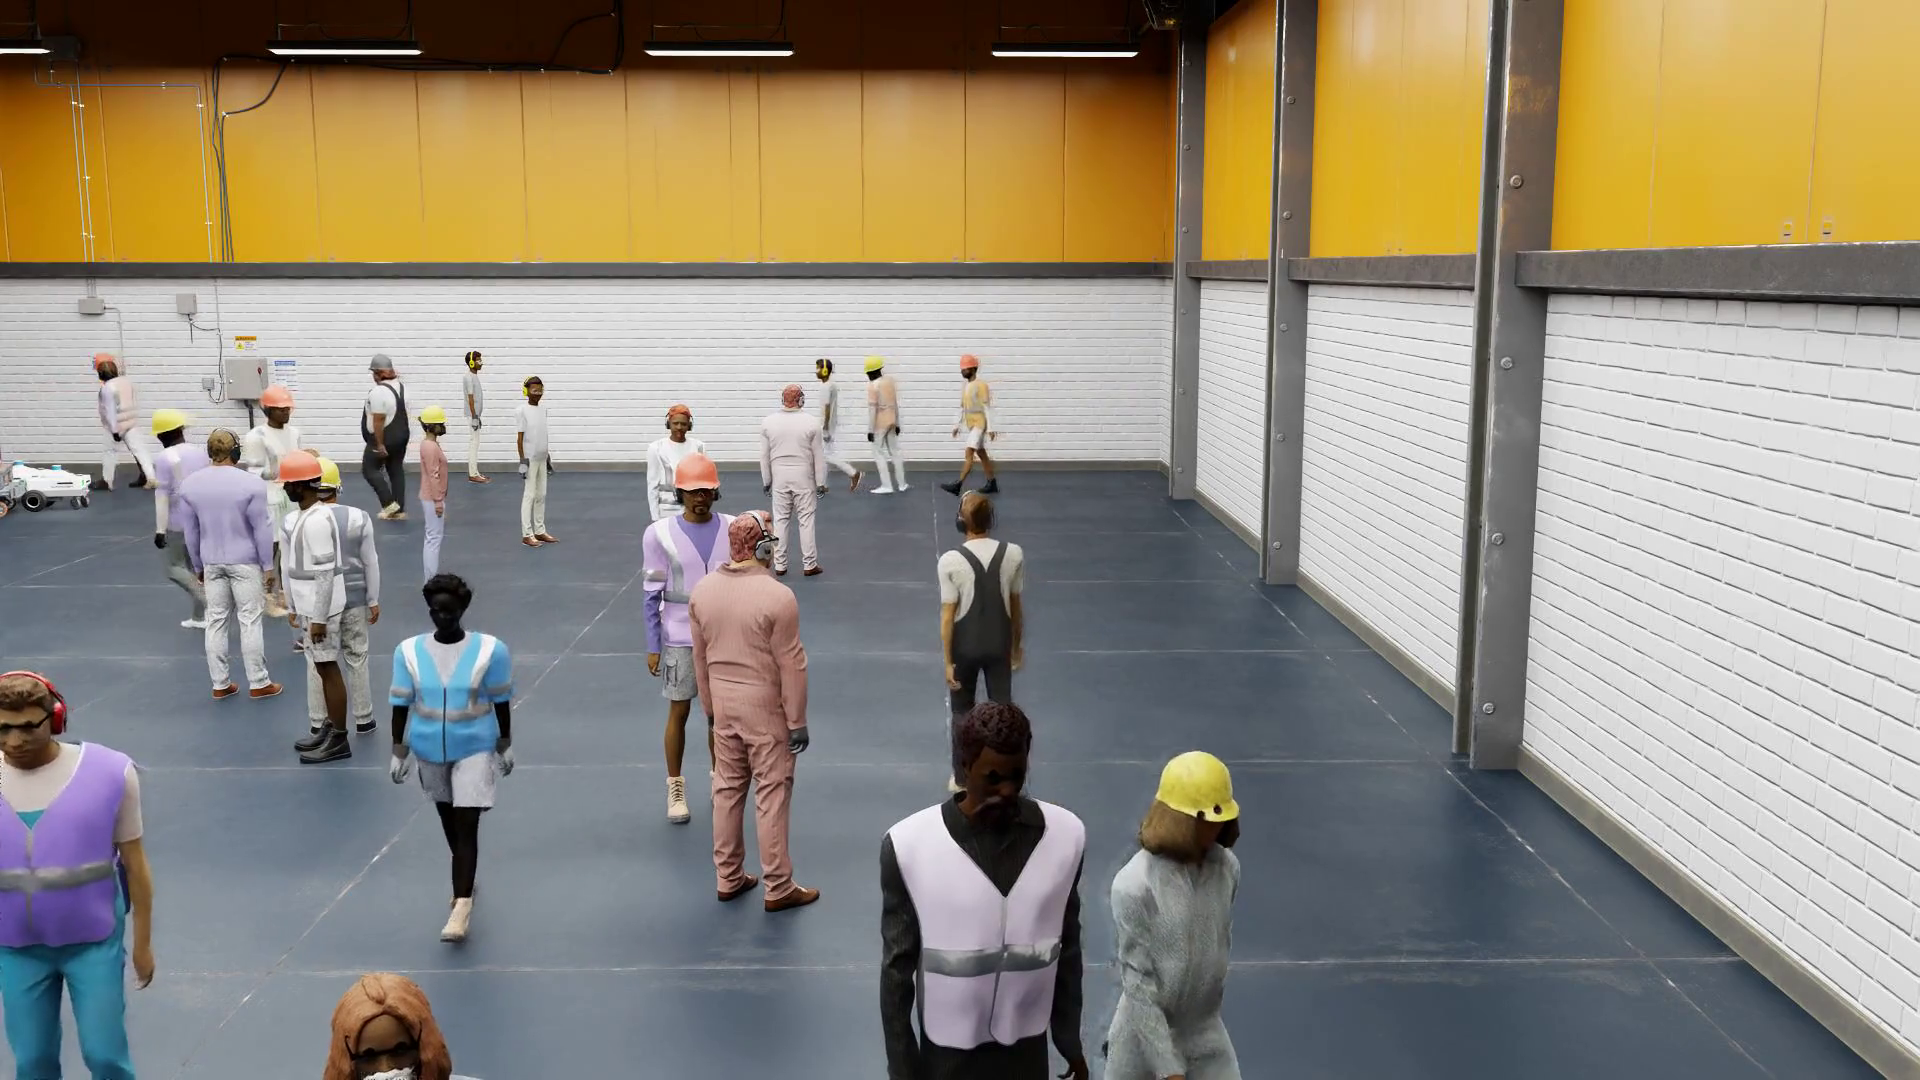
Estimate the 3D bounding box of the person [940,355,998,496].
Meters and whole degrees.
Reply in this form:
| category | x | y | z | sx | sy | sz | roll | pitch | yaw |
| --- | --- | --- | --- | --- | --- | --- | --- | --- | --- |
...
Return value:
| category | x | y | z | sx | sy | sz | roll | pitch | yaw |
| --- | --- | --- | --- | --- | --- | --- | --- | --- | --- |
| person | 0.130 | -1.526 | 22.245 | 0.981 | 1.883 | 0.598 | -5 | 10 | -27 |

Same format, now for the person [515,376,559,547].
| category | x | y | z | sx | sy | sz | roll | pitch | yaw |
| --- | --- | --- | --- | --- | --- | --- | --- | --- | --- |
| person | -4.655 | -0.869 | 18.283 | 0.315 | 1.867 | 0.532 | 4 | 10 | 23 |

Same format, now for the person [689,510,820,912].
| category | x | y | z | sx | sy | sz | roll | pitch | yaw |
| --- | --- | --- | --- | --- | --- | --- | --- | --- | --- |
| person | -0.964 | 0.806 | 7.896 | 0.640 | 1.909 | 0.409 | 6 | 11 | 33 |

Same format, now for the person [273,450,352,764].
| category | x | y | z | sx | sy | sz | roll | pitch | yaw |
| --- | --- | --- | --- | --- | --- | --- | --- | --- | --- |
| person | -3.980 | 0.409 | 10.246 | 0.376 | 1.934 | 0.546 | -4 | 10 | -22 |

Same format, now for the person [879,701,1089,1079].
| category | x | y | z | sx | sy | sz | roll | pitch | yaw |
| --- | --- | --- | --- | --- | --- | --- | --- | --- | --- |
| person | 0.067 | 1.356 | 4.504 | 0.589 | 1.914 | 0.392 | -4 | 10 | -21 |

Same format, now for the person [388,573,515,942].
| category | x | y | z | sx | sy | sz | roll | pitch | yaw |
| --- | --- | --- | --- | --- | --- | --- | --- | --- | --- |
| person | -2.349 | 0.969 | 7.661 | 0.546 | 1.646 | 0.862 | 0 | 9 | -2 |

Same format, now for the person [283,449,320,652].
| category | x | y | z | sx | sy | sz | roll | pitch | yaw |
| --- | --- | --- | --- | --- | --- | --- | --- | --- | --- |
| person | -5.157 | 0.091 | 13.131 | 0.524 | 1.624 | 0.294 | 7 | 12 | 37 |

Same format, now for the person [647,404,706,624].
| category | x | y | z | sx | sy | sz | roll | pitch | yaw |
| --- | --- | --- | --- | --- | --- | --- | --- | --- | --- |
| person | -2.416 | -0.228 | 14.301 | 0.573 | 1.884 | 0.359 | -8 | 12 | -40 |

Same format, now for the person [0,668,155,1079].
| category | x | y | z | sx | sy | sz | roll | pitch | yaw |
| --- | --- | --- | --- | --- | --- | --- | --- | --- | --- |
| person | -2.861 | 1.280 | 5.252 | 0.577 | 1.824 | 0.452 | -2 | 9 | -11 |

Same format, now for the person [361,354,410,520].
| category | x | y | z | sx | sy | sz | roll | pitch | yaw |
| --- | --- | --- | --- | --- | --- | --- | --- | --- | --- |
| person | -6.925 | -1.239 | 20.022 | 0.537 | 2.000 | 0.690 | 3 | 10 | 18 |

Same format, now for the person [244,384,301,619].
| category | x | y | z | sx | sy | sz | roll | pitch | yaw |
| --- | --- | --- | --- | --- | --- | --- | --- | --- | --- |
| person | -5.908 | -0.339 | 14.503 | 0.395 | 2.038 | 0.614 | 3 | 10 | 18 |

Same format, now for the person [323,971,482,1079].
| category | x | y | z | sx | sy | sz | roll | pitch | yaw |
| --- | --- | --- | --- | --- | --- | --- | --- | --- | --- |
| person | -1.159 | 1.667 | 3.448 | 0.503 | 1.632 | 0.274 | -5 | 10 | -28 |

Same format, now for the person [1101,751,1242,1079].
| category | x | y | z | sx | sy | sz | roll | pitch | yaw |
| --- | --- | --- | --- | --- | --- | --- | --- | --- | --- |
| person | 0.628 | 1.418 | 4.791 | 0.474 | 1.689 | 0.881 | -5 | 11 | -30 |

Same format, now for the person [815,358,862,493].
| category | x | y | z | sx | sy | sz | roll | pitch | yaw |
| --- | --- | --- | --- | --- | --- | --- | --- | --- | --- |
| person | -1.725 | -1.521 | 22.354 | 0.723 | 1.850 | 0.522 | 0 | 9 | -3 |

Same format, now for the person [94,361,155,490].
| category | x | y | z | sx | sy | sz | roll | pitch | yaw |
| --- | --- | --- | --- | --- | --- | --- | --- | --- | --- |
| person | -11.450 | -1.556 | 22.742 | 0.953 | 1.799 | 0.669 | 2 | 9 | 12 |

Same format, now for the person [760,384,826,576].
| category | x | y | z | sx | sy | sz | roll | pitch | yaw |
| --- | --- | --- | --- | --- | --- | --- | --- | --- | --- |
| person | -1.637 | -0.592 | 16.462 | 0.652 | 1.906 | 0.404 | 1 | 9 | 9 |

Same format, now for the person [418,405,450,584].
| category | x | y | z | sx | sy | sz | roll | pitch | yaw |
| --- | --- | --- | --- | --- | --- | --- | --- | --- | --- |
| person | -4.897 | -0.375 | 15.567 | 0.311 | 1.768 | 0.533 | -4 | 10 | -22 |

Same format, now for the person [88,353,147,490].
| category | x | y | z | sx | sy | sz | roll | pitch | yaw |
| --- | --- | --- | --- | --- | --- | --- | --- | --- | --- |
| person | -11.648 | -1.633 | 22.890 | 0.849 | 1.887 | 0.630 | -1 | 9 | -8 |

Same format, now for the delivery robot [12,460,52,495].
| category | x | y | z | sx | sy | sz | roll | pitch | yaw |
| --- | --- | --- | --- | --- | --- | --- | --- | --- | --- |
| delivery robot | -12.160 | -0.787 | 21.505 | 0.707 | 0.478 | 0.477 | -8 | 12 | -42 |

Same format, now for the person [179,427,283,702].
| category | x | y | z | sx | sy | sz | roll | pitch | yaw |
| --- | --- | --- | --- | --- | --- | --- | --- | --- | --- |
| person | -5.098 | 0.177 | 11.651 | 0.630 | 1.940 | 0.373 | 1 | 9 | 4 |

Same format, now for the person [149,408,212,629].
| category | x | y | z | sx | sy | sz | roll | pitch | yaw |
| --- | --- | --- | --- | --- | --- | --- | --- | --- | --- |
| person | -6.386 | -0.154 | 13.810 | 0.524 | 1.896 | 0.630 | 3 | 10 | 15 |

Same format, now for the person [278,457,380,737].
| category | x | y | z | sx | sy | sz | roll | pitch | yaw |
| --- | --- | --- | --- | --- | --- | --- | --- | --- | --- |
| person | -4.044 | 0.380 | 10.720 | 0.590 | 1.837 | 0.404 | -3 | 10 | -18 |

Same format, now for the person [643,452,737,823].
| category | x | y | z | sx | sy | sz | roll | pitch | yaw |
| --- | --- | --- | --- | --- | --- | --- | --- | --- | --- |
| person | -1.420 | 0.532 | 9.152 | 0.616 | 2.041 | 0.382 | -5 | 10 | -26 |

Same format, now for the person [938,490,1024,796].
| category | x | y | z | sx | sy | sz | roll | pitch | yaw |
| --- | --- | --- | --- | --- | --- | --- | --- | --- | --- |
| person | 0.135 | 0.630 | 9.244 | 0.517 | 1.819 | 0.796 | -2 | 10 | -14 |

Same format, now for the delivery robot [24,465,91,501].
| category | x | y | z | sx | sy | sz | roll | pitch | yaw |
| --- | --- | --- | --- | --- | --- | --- | --- | --- | --- |
| delivery robot | -11.380 | -0.702 | 20.986 | 0.707 | 0.478 | 0.477 | -2 | 9 | -13 |

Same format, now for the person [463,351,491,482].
| category | x | y | z | sx | sy | sz | roll | pitch | yaw |
| --- | --- | --- | --- | --- | --- | --- | --- | --- | --- |
| person | -6.897 | -1.754 | 23.702 | 0.329 | 1.872 | 0.507 | -2 | 10 | -14 |

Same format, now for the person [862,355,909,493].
| category | x | y | z | sx | sy | sz | roll | pitch | yaw |
| --- | --- | --- | --- | --- | --- | --- | --- | --- | --- |
| person | -1.010 | -1.568 | 22.568 | 0.481 | 1.881 | 0.757 | 5 | 11 | 30 |
